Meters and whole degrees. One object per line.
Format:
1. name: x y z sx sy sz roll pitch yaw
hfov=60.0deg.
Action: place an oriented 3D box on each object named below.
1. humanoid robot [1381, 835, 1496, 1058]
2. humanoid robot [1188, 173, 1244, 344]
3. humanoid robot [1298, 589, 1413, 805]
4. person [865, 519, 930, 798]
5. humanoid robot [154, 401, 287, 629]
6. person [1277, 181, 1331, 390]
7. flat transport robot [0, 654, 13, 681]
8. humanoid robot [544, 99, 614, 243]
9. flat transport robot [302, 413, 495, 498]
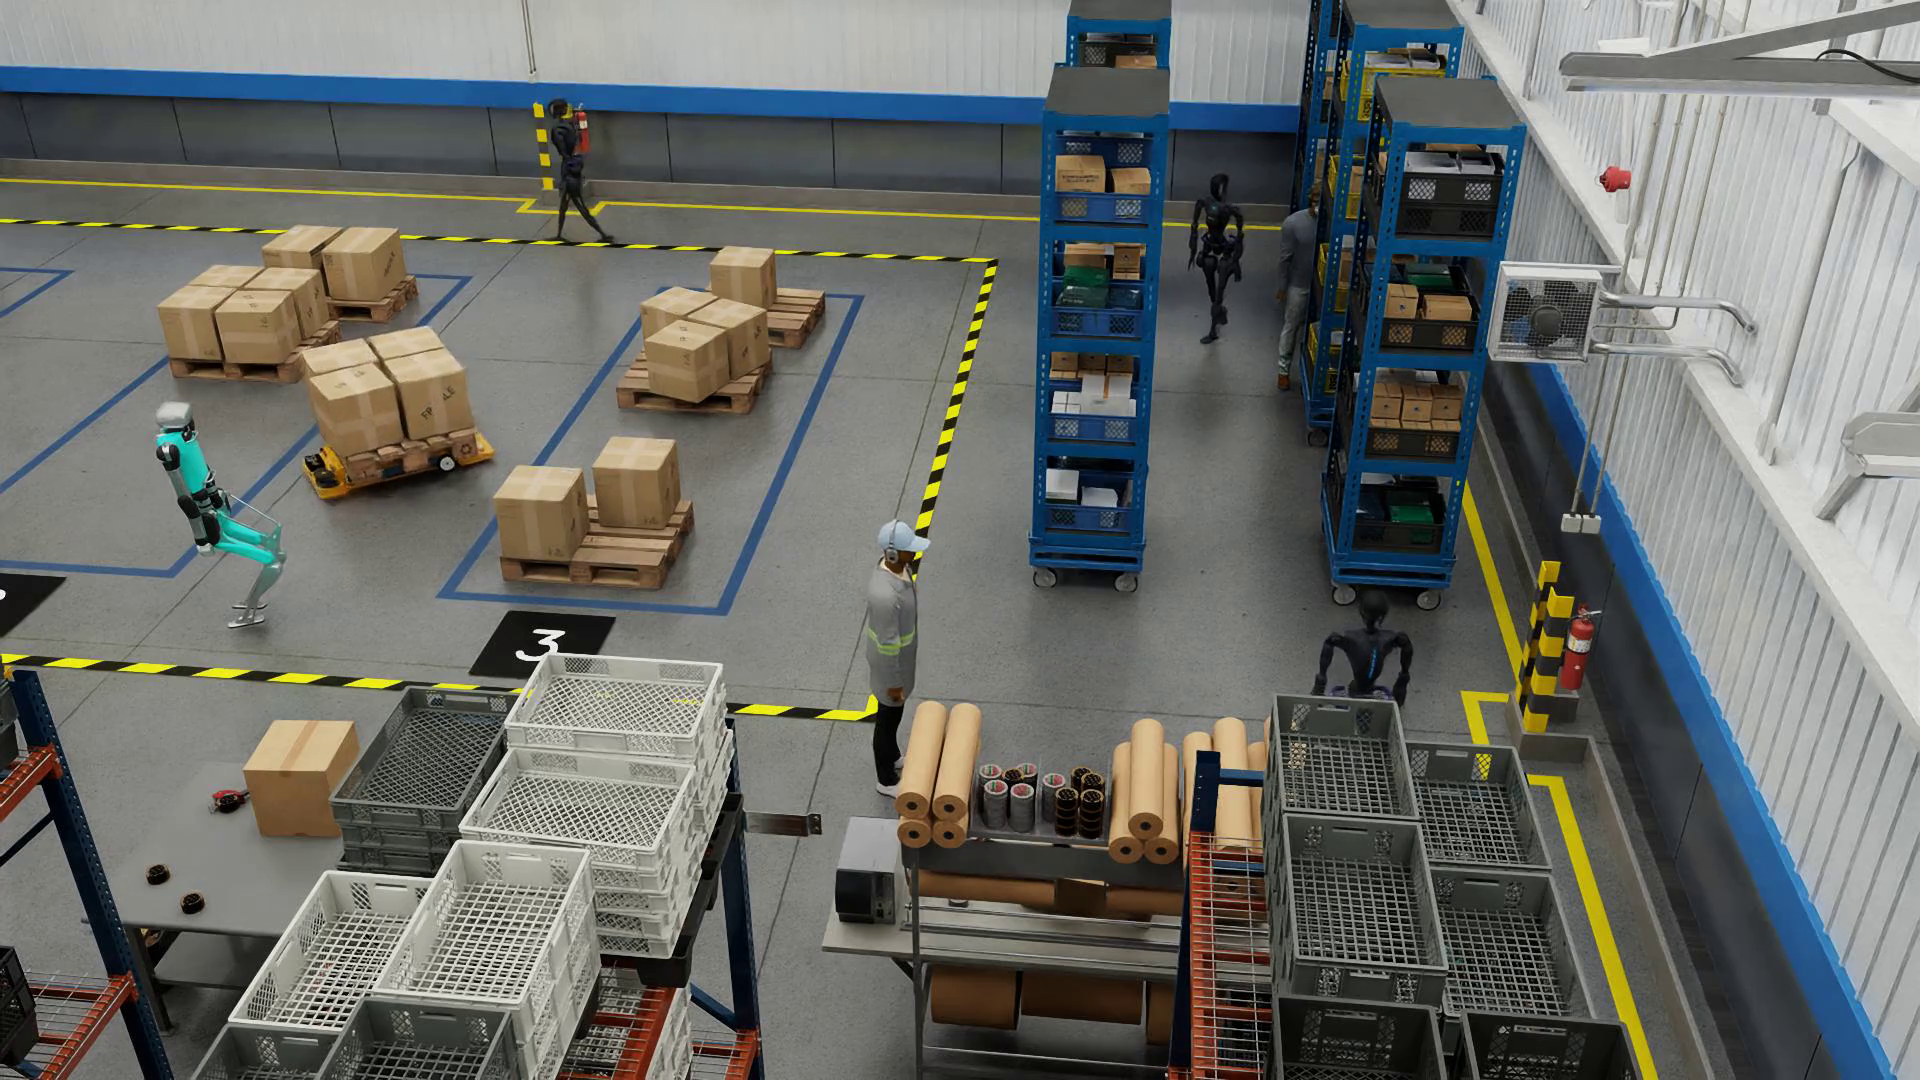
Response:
1. humanoid robot: 2.055 2.152 7.545 0.536 1.794 0.835 24 38 35
2. humanoid robot: 2.509 -2.772 16.077 0.588 1.631 0.744 19 35 29
3. humanoid robot: 2.281 1.019 9.586 0.603 1.649 0.777 -1 30 -2
4. person: -0.358 0.704 9.906 0.399 1.852 0.590 3 30 4
5. humanoid robot: -4.967 -0.181 11.387 0.735 1.681 0.533 -5 31 -8
6. person: 3.145 -2.278 14.926 0.634 1.938 0.360 -2 30 -4
7. flat transport robot: -7.142 0.969 11.010 1.431 0.231 0.659 3 30 6
8. humanoid robot: -4.262 -4.014 18.228 0.794 1.630 0.611 -2 30 -4
9. flat transport robot: -4.699 -0.732 13.903 1.431 0.197 0.652 -17 34 -26
